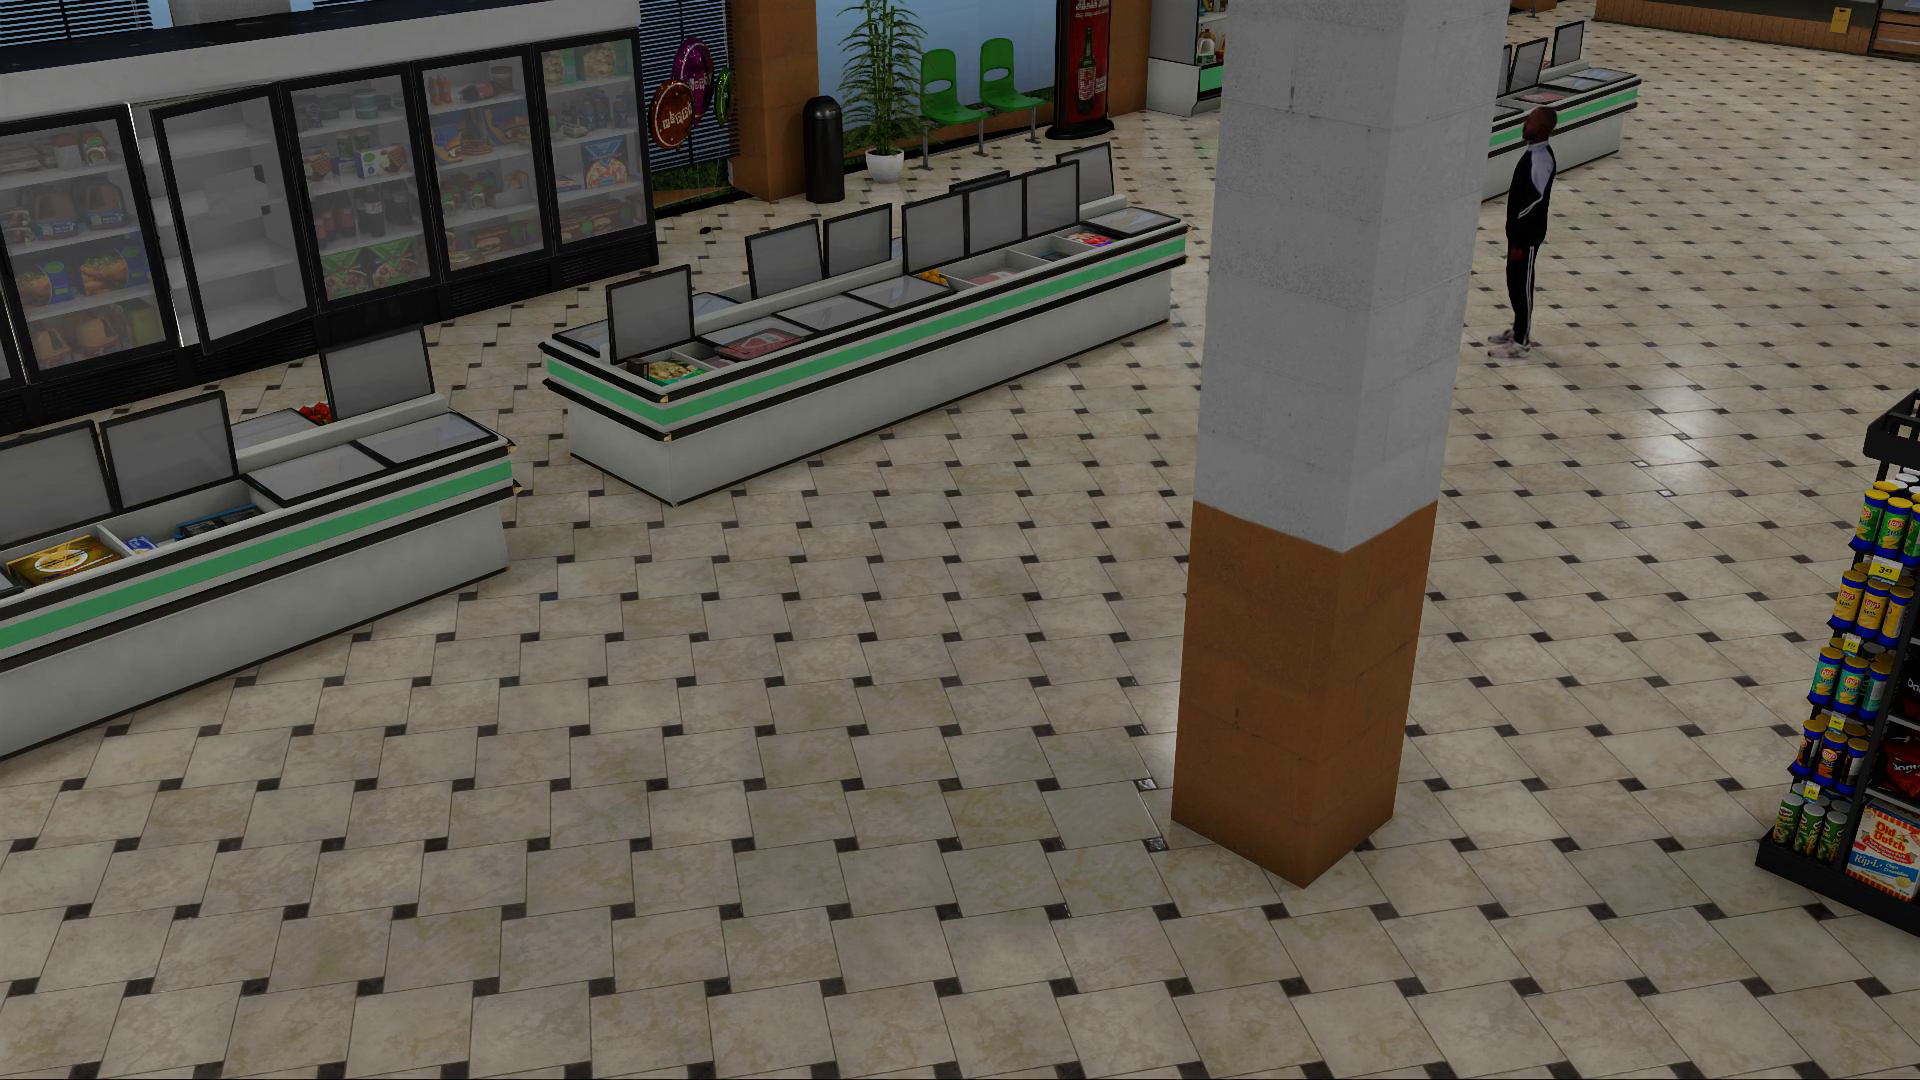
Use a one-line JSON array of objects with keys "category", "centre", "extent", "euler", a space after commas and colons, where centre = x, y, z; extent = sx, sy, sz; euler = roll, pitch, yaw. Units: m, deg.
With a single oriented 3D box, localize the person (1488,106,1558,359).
[{"category": "person", "centre": [4.155, -2.257, 12.164], "extent": [0.795, 1.823, 0.663], "euler": [8, 28, 15]}]
